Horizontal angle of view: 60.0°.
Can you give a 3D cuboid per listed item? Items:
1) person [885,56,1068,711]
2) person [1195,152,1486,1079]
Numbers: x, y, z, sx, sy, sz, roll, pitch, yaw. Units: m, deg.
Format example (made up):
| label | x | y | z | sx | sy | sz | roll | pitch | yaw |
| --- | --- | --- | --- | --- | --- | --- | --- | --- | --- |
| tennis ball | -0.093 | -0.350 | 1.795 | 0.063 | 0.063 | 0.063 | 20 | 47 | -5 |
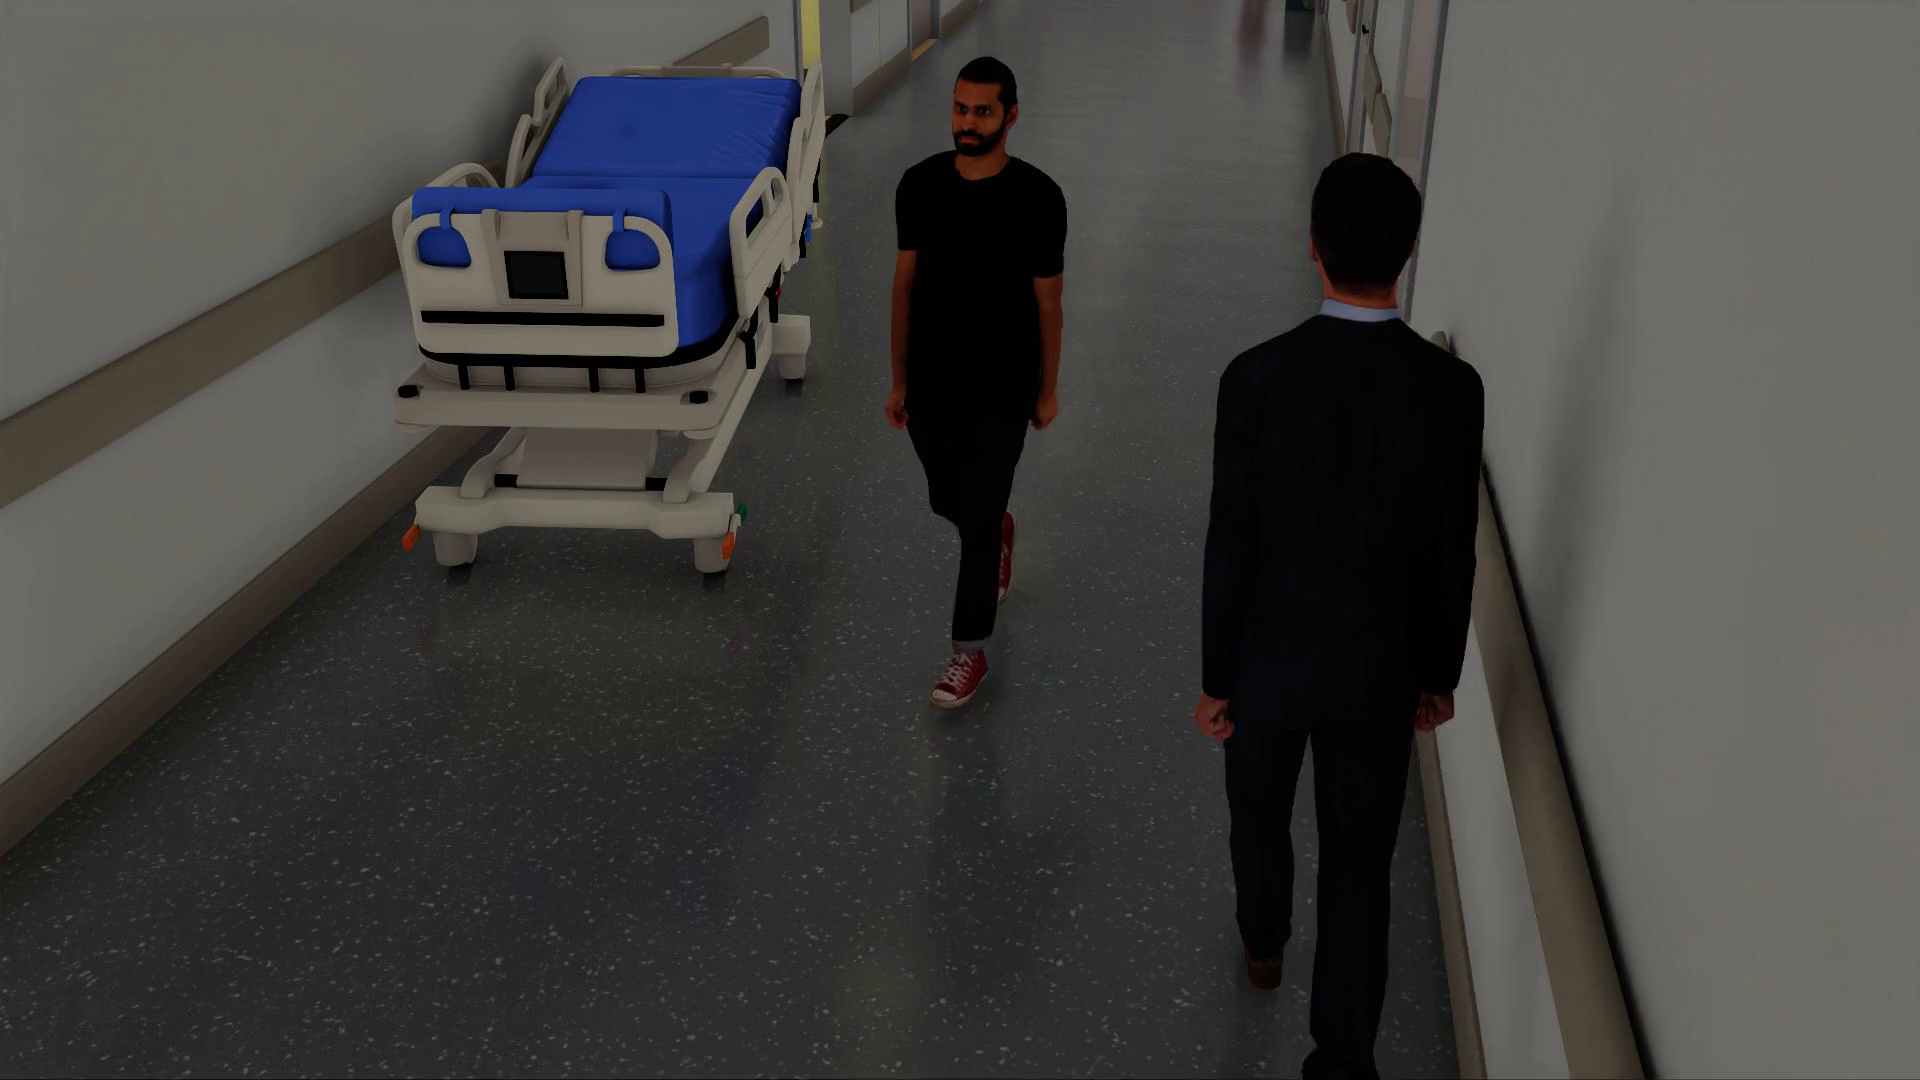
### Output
| label | x | y | z | sx | sy | sz | roll | pitch | yaw |
| --- | --- | --- | --- | --- | --- | --- | --- | --- | --- |
| person | 0.057 | -0.460 | 4.662 | 1.089 | 1.731 | 0.831 | 10 | 27 | 19 |
| person | 0.665 | 0.280 | 3.013 | 1.133 | 1.832 | 0.712 | 4 | 26 | 8 |
